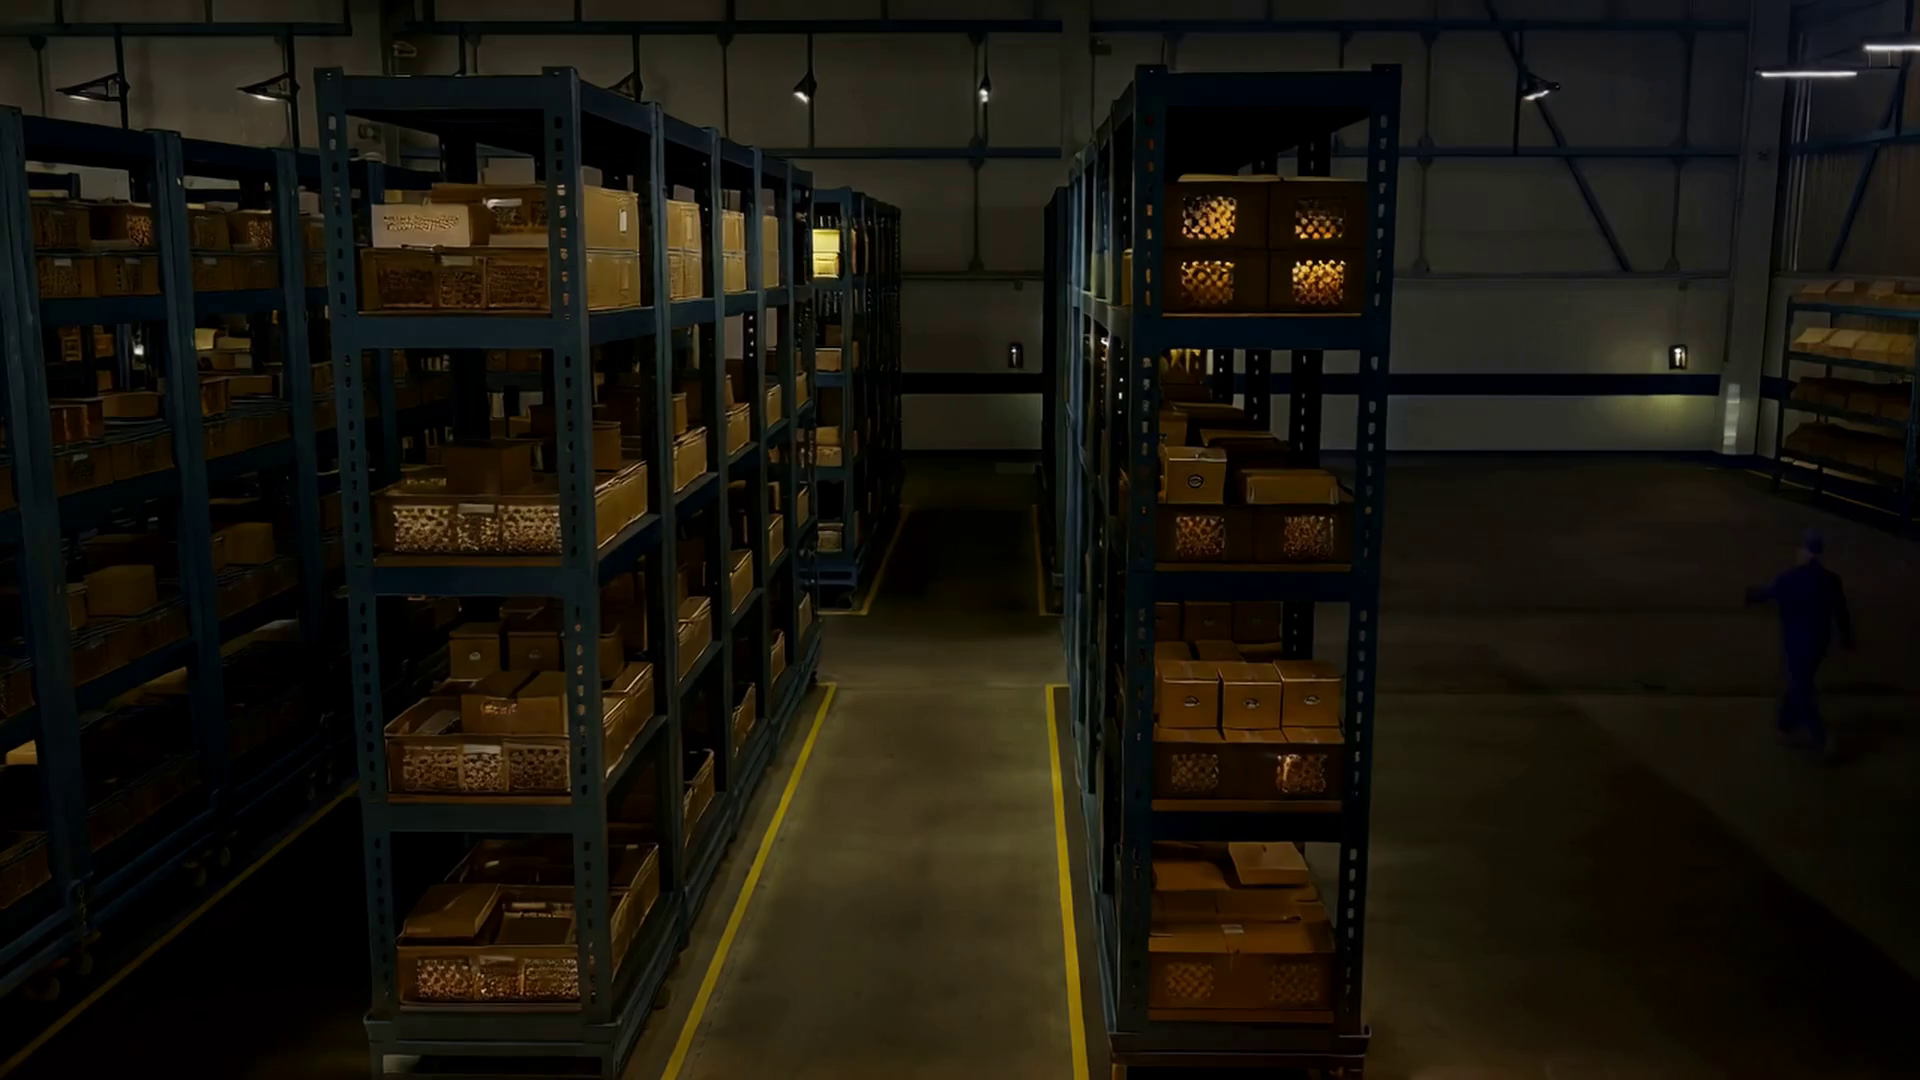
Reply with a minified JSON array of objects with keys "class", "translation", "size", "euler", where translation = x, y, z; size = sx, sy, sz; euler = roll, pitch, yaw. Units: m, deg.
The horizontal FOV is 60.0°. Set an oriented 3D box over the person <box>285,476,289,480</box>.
[{"class":"person","translation":[-9.233,-1.693,22.440],"size":[0.793,1.815,0.619],"euler":[0,10,3]}]
